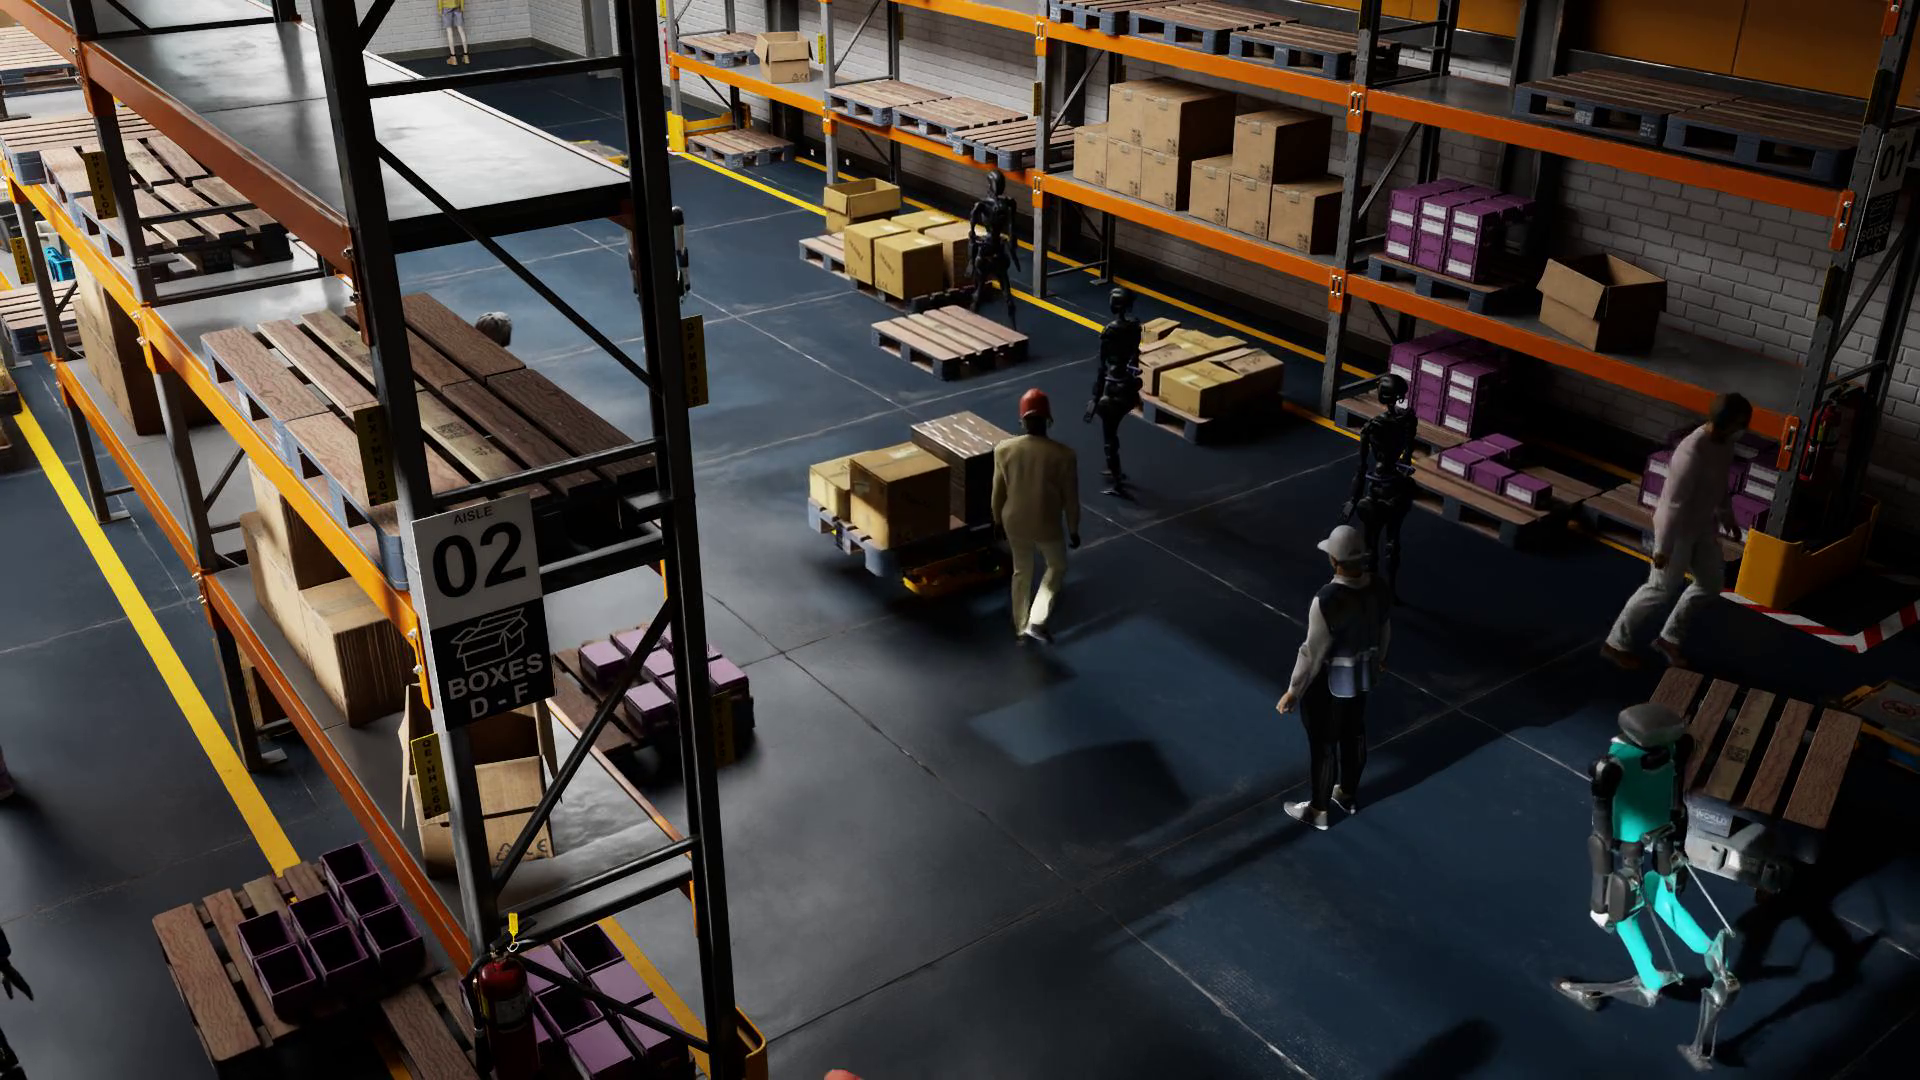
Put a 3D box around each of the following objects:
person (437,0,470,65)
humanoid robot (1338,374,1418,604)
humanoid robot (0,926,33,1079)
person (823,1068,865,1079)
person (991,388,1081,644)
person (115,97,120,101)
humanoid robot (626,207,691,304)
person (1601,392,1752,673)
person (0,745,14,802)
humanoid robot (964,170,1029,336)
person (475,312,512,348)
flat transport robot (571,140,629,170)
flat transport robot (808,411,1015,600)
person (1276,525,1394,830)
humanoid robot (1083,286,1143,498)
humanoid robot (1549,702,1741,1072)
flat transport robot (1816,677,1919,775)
[{"bbox_3d":[-8.605,-9.014,28.115,0.486,1.888,0.398,-18,32,-32],"label":"person"},{"bbox_3d":[2.794,-0.309,11.018,0.599,1.657,0.315,-18,32,-32],"label":"humanoid robot"},{"bbox_3d":[-4.169,1.833,6.794,0.619,1.638,0.589,22,34,37],"label":"humanoid robot"},{"bbox_3d":[-0.325,2.499,5.414,0.364,1.713,0.718,4,27,8],"label":"person"},{"bbox_3d":[0.486,-0.123,10.606,0.604,1.717,0.423,11,29,20],"label":"person"},{"bbox_3d":[-10.399,-5.087,20.347,0.659,1.848,0.511,18,32,31],"label":"person"},{"bbox_3d":[-2.682,-2.226,14.788,0.556,1.728,1.051,-1,27,-3],"label":"humanoid robot"},{"bbox_3d":[4.466,-0.070,10.319,0.617,1.895,0.659,24,35,39],"label":"person"},{"bbox_3d":[-5.534,0.585,9.002,0.414,1.908,0.642,-17,31,-30],"label":"person"},{"bbox_3d":[0.327,-2.689,15.804,0.611,1.624,0.758,-18,32,-32],"label":"humanoid robot"},{"bbox_3d":[-3.152,-0.711,11.643,0.520,1.847,0.336,14,30,25],"label":"person"},{"bbox_3d":[-4.902,-5.052,22.037,0.659,0.231,1.431,-18,32,-32],"label":"flat transport robot"},{"bbox_3d":[-0.347,0.002,11.984,0.659,0.231,1.431,-17,31,-30],"label":"flat transport robot"},{"bbox_3d":[2.005,0.734,8.875,0.771,1.750,0.459,-18,32,-32],"label":"person"},{"bbox_3d":[1.153,-1.130,12.664,0.406,1.656,0.615,19,32,33],"label":"humanoid robot"},{"bbox_3d":[3.089,1.621,7.192,0.560,1.756,1.049,-13,29,-24],"label":"humanoid robot"},{"bbox_3d":[5.737,1.221,9.559,0.659,0.231,1.431,-18,32,-31],"label":"flat transport robot"}]
